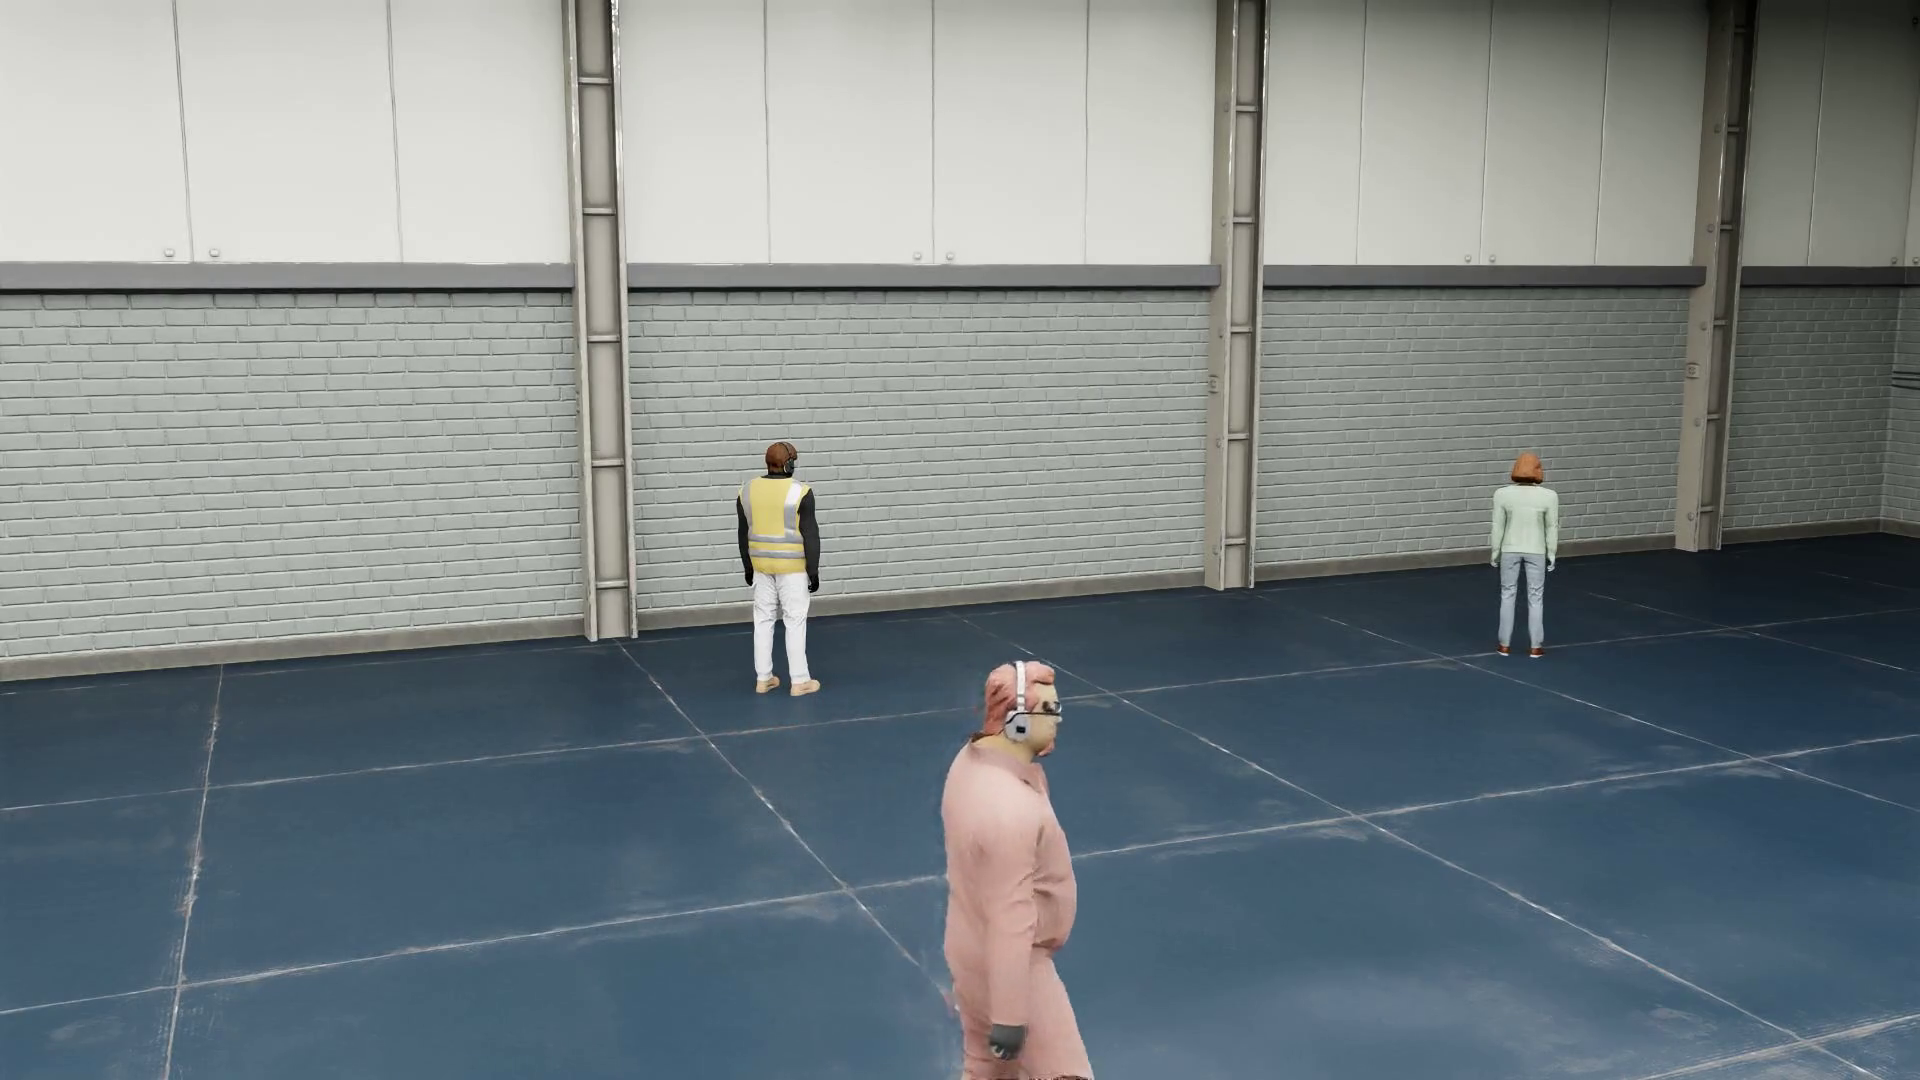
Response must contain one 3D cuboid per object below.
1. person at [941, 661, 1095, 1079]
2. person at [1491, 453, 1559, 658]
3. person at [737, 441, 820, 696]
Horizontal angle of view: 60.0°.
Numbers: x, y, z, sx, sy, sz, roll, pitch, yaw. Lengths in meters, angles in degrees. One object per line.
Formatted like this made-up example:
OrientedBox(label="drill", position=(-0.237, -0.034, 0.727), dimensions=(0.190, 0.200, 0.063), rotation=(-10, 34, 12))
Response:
OrientedBox(label="person", position=(0.177, 1.294, 5.082), dimensions=(0.436, 1.892, 0.646), rotation=(-2, 9, -13))
OrientedBox(label="person", position=(4.485, 0.119, 13.244), dimensions=(0.504, 1.631, 0.279), rotation=(3, 10, 21))
OrientedBox(label="person", position=(-1.290, 0.205, 12.053), dimensions=(0.633, 1.842, 0.429), rotation=(4, 10, 22))
